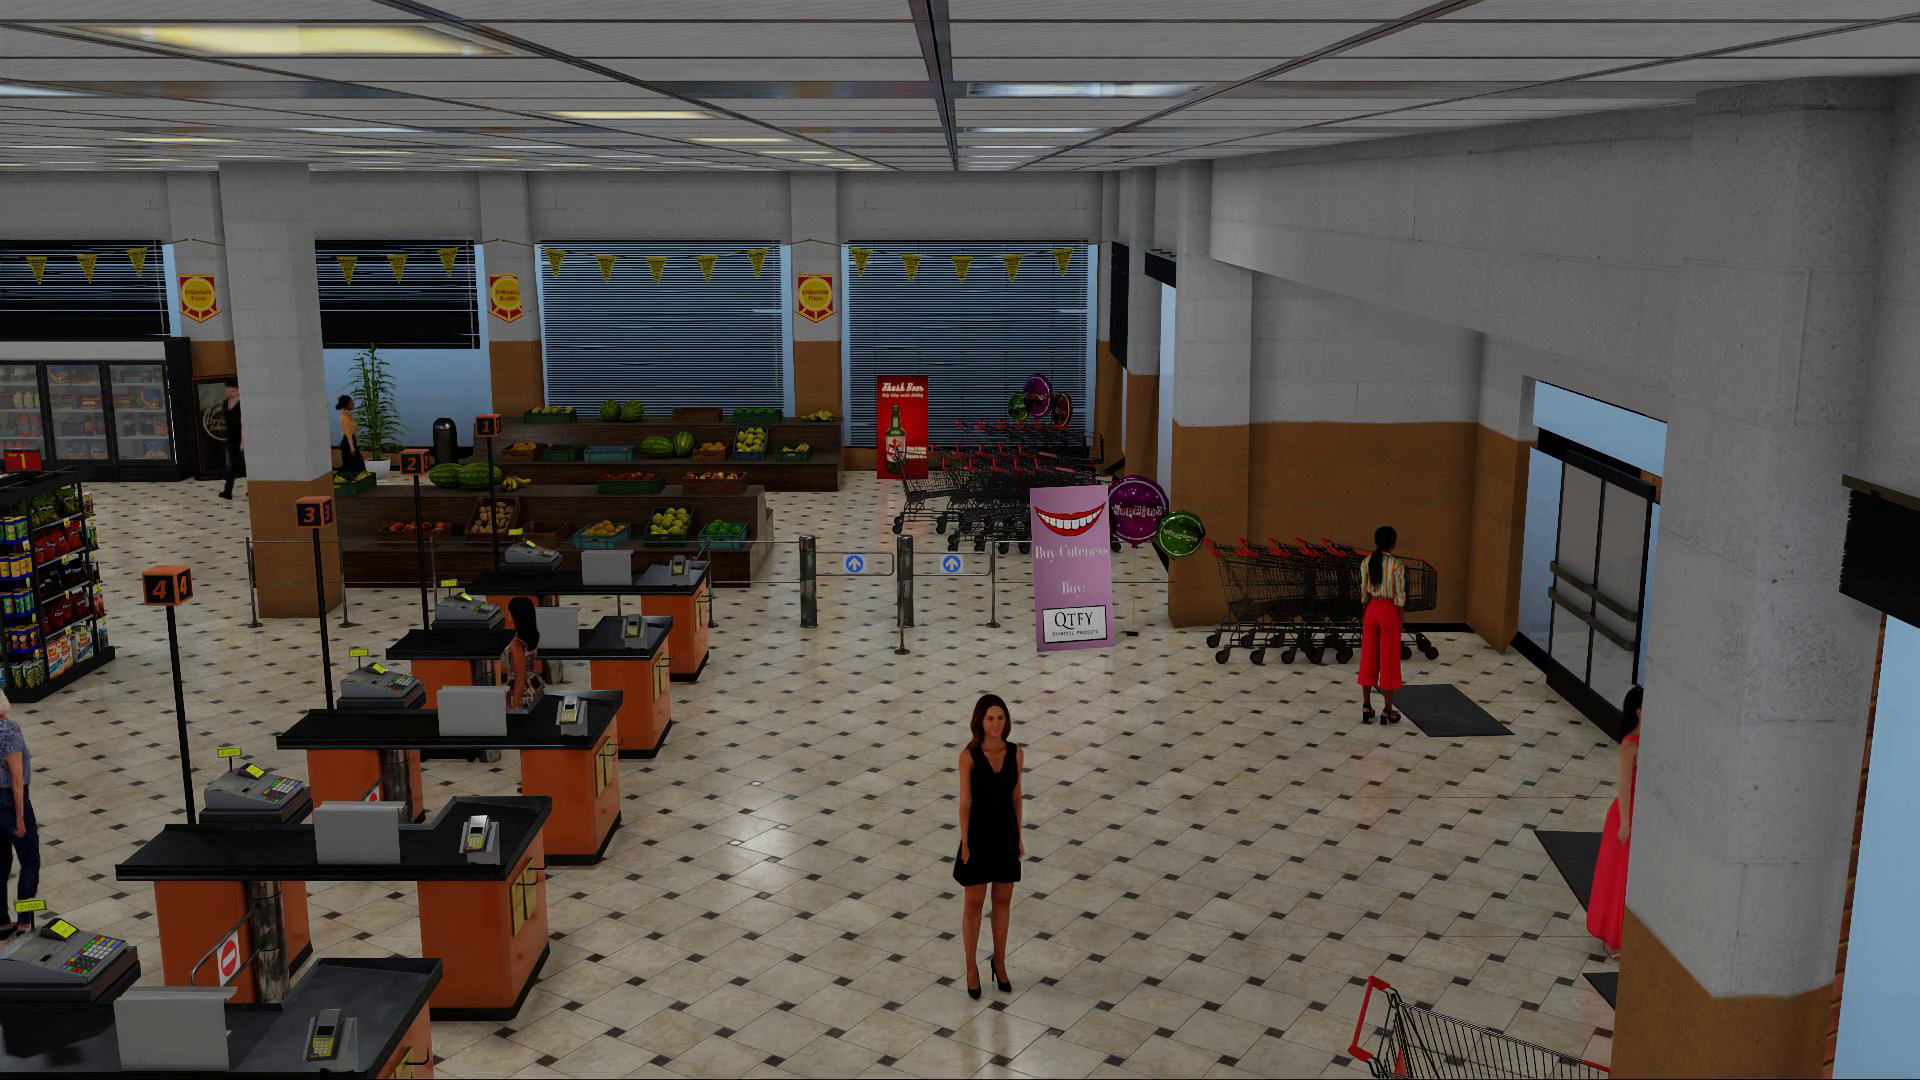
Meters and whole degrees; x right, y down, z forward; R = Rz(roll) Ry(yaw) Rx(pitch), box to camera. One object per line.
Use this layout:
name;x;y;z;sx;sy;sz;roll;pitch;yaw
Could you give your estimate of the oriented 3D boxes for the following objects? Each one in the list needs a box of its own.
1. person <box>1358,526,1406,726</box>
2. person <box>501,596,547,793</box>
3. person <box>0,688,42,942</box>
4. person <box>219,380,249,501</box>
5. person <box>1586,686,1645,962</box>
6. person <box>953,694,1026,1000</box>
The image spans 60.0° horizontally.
person;3.765;0.752;14.853;0.674;1.792;0.742;11;16;41
person;-3.373;1.246;12.931;0.505;1.618;0.640;0;12;0
person;-6.064;1.725;10.499;0.633;1.682;0.790;6;13;26
person;-11.063;-1.537;25.630;1.254;1.831;1.090;6;13;27
person;4.177;1.743;10.307;0.704;1.725;0.775;-10;16;-40
person;0.179;1.798;9.779;0.584;1.835;0.712;-5;13;-22
